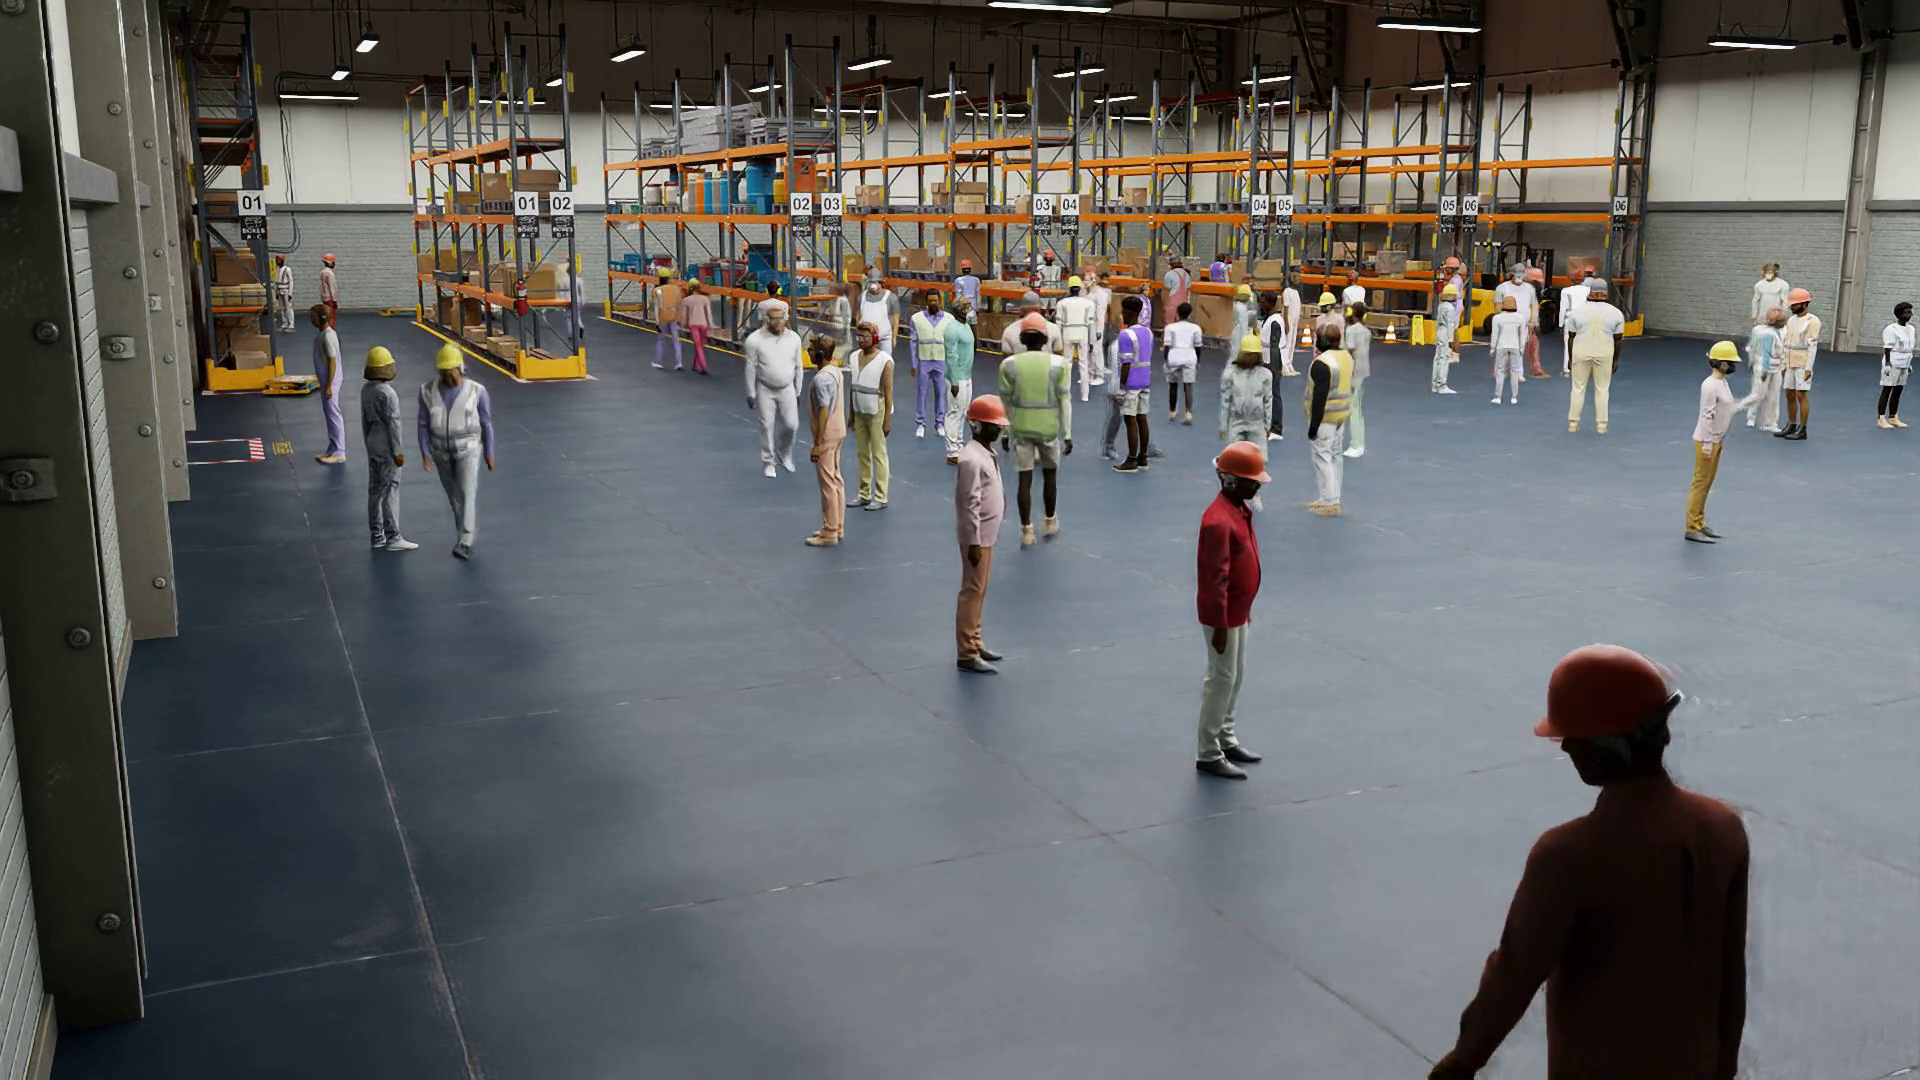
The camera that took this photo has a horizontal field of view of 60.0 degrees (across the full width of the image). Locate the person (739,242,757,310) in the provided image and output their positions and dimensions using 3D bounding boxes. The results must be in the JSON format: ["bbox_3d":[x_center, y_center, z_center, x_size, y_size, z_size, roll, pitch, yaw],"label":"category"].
[{"bbox_3d":[-6.309,-7.851,49.474,0.613,2.029,0.409,3,12,17],"label":"person"}]

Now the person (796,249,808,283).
[{"bbox_3d":[-5.070,-8.282,52.387,0.577,1.737,0.354,-2,11,-9],"label":"person"}]

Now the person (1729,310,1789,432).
[{"bbox_3d":[10.593,-2.235,21.984,0.645,1.604,0.559,9,14,38],"label":"person"}]

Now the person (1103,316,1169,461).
[{"bbox_3d":[2.009,-1.751,19.271,0.850,1.705,0.583,10,15,40],"label":"person"}]

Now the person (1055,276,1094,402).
[{"bbox_3d":[1.748,-3.068,25.446,0.593,1.918,0.396,-1,11,-3],"label":"person"}]

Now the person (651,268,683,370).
[{"bbox_3d":[-5.391,-4.062,30.616,0.591,1.878,1.005,-7,13,-30],"label":"person"}]

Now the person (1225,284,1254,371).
[{"bbox_3d":[4.689,-3.310,27.178,0.829,1.704,0.500,2,11,11],"label":"person"}]

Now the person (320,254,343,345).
[{"bbox_3d":[-13.785,-5.263,36.436,0.407,1.988,0.620,-8,14,-36],"label":"person"}]

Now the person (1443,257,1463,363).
[{"bbox_3d":[9.465,-4.420,32.032,0.419,2.034,0.605,2,11,12],"label":"person"}]

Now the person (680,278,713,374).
[{"bbox_3d":[-4.721,-3.841,29.908,0.529,1.708,0.958,-6,13,-30],"label":"person"}]

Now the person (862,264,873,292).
[{"bbox_3d":[-2.245,-5.899,40.547,0.266,1.631,0.507,4,12,20],"label":"person"}]

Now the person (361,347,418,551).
[{"bbox_3d":[-4.922,-0.782,14.254,0.493,1.746,0.282,10,15,40],"label":"person"}]

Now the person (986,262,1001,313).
[{"bbox_3d":[0.806,-6.749,44.220,0.631,1.889,0.489,4,12,18],"label":"person"}]

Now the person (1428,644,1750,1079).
[{"bbox_3d":[1.451,1.187,3.786,0.603,1.926,0.989,-7,13,-32],"label":"person"}]

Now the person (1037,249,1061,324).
[{"bbox_3d":[2.040,-5.661,38.284,0.607,2.048,0.370,-3,12,-17],"label":"person"}]

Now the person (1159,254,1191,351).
[{"bbox_3d":[4.458,-4.954,34.710,0.689,2.000,0.535,-9,14,-37],"label":"person"}]

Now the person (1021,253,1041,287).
[{"bbox_3d":[2.107,-7.619,48.762,0.618,1.852,0.634,5,12,26],"label":"person"}]

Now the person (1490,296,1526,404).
[{"bbox_3d":[8.287,-2.876,25.185,0.498,1.633,0.282,1,11,7],"label":"person"}]

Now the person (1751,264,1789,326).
[{"bbox_3d":[15.253,-4.235,31.376,0.423,1.919,0.646,-8,14,-35],"label":"person"}]

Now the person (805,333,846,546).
[{"bbox_3d":[-1.171,-0.864,14.418,0.345,1.847,0.504,2,11,12],"label":"person"}]

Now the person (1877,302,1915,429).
[{"bbox_3d":[12.541,-2.330,22.250,0.535,1.697,0.318,-6,12,-26],"label":"person"}]

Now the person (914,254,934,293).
[{"bbox_3d":[-0.869,-6.318,42.119,0.660,1.865,0.985,-5,12,-23],"label":"person"}]

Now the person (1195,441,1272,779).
[{"bbox_3d":[1.397,0.351,8.512,0.354,1.738,0.578,4,12,21],"label":"person"}]

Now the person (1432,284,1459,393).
[{"bbox_3d":[7.811,-3.230,26.704,0.317,1.743,0.488,-1,11,-6],"label":"person"}]

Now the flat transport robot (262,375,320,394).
[{"bbox_3d":[-10.757,-2.520,26.848,0.652,0.197,1.431,-2,11,-9],"label":"flat transport robot"}]

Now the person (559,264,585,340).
[{"bbox_3d":[-8.795,-5.404,37.744,0.547,1.747,0.521,-5,12,-23],"label":"person"}]

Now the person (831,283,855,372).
[{"bbox_3d":[-2.128,-3.851,30.155,0.419,1.619,0.506,-4,12,-19],"label":"person"}]

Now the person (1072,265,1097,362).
[{"bbox_3d":[2.409,-4.333,31.990,0.869,1.886,0.569,-6,12,-27],"label":"person"}]

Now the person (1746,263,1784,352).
[{"bbox_3d":[16.764,-4.802,34.473,0.595,1.875,0.578,9,14,38],"label":"person"}]

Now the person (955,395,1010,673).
[{"bbox_3d":[0.146,-0.048,10.510,0.340,1.748,0.568,2,11,10],"label":"person"}]

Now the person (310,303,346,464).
[{"bbox_3d":[-7.304,-1.802,19.190,0.345,1.846,0.508,-6,13,-28],"label":"person"}]

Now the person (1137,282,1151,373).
[{"bbox_3d":[3.265,-3.793,29.831,0.309,1.640,0.511,6,13,27],"label":"person"}]

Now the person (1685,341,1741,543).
[{"bbox_3d":[6.630,-0.863,14.619,0.329,1.767,0.529,8,14,36],"label":"person"}]

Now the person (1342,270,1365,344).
[{"bbox_3d":[7.067,-3.924,29.956,0.569,1.849,0.384,-10,15,-42],"label":"person"}]
